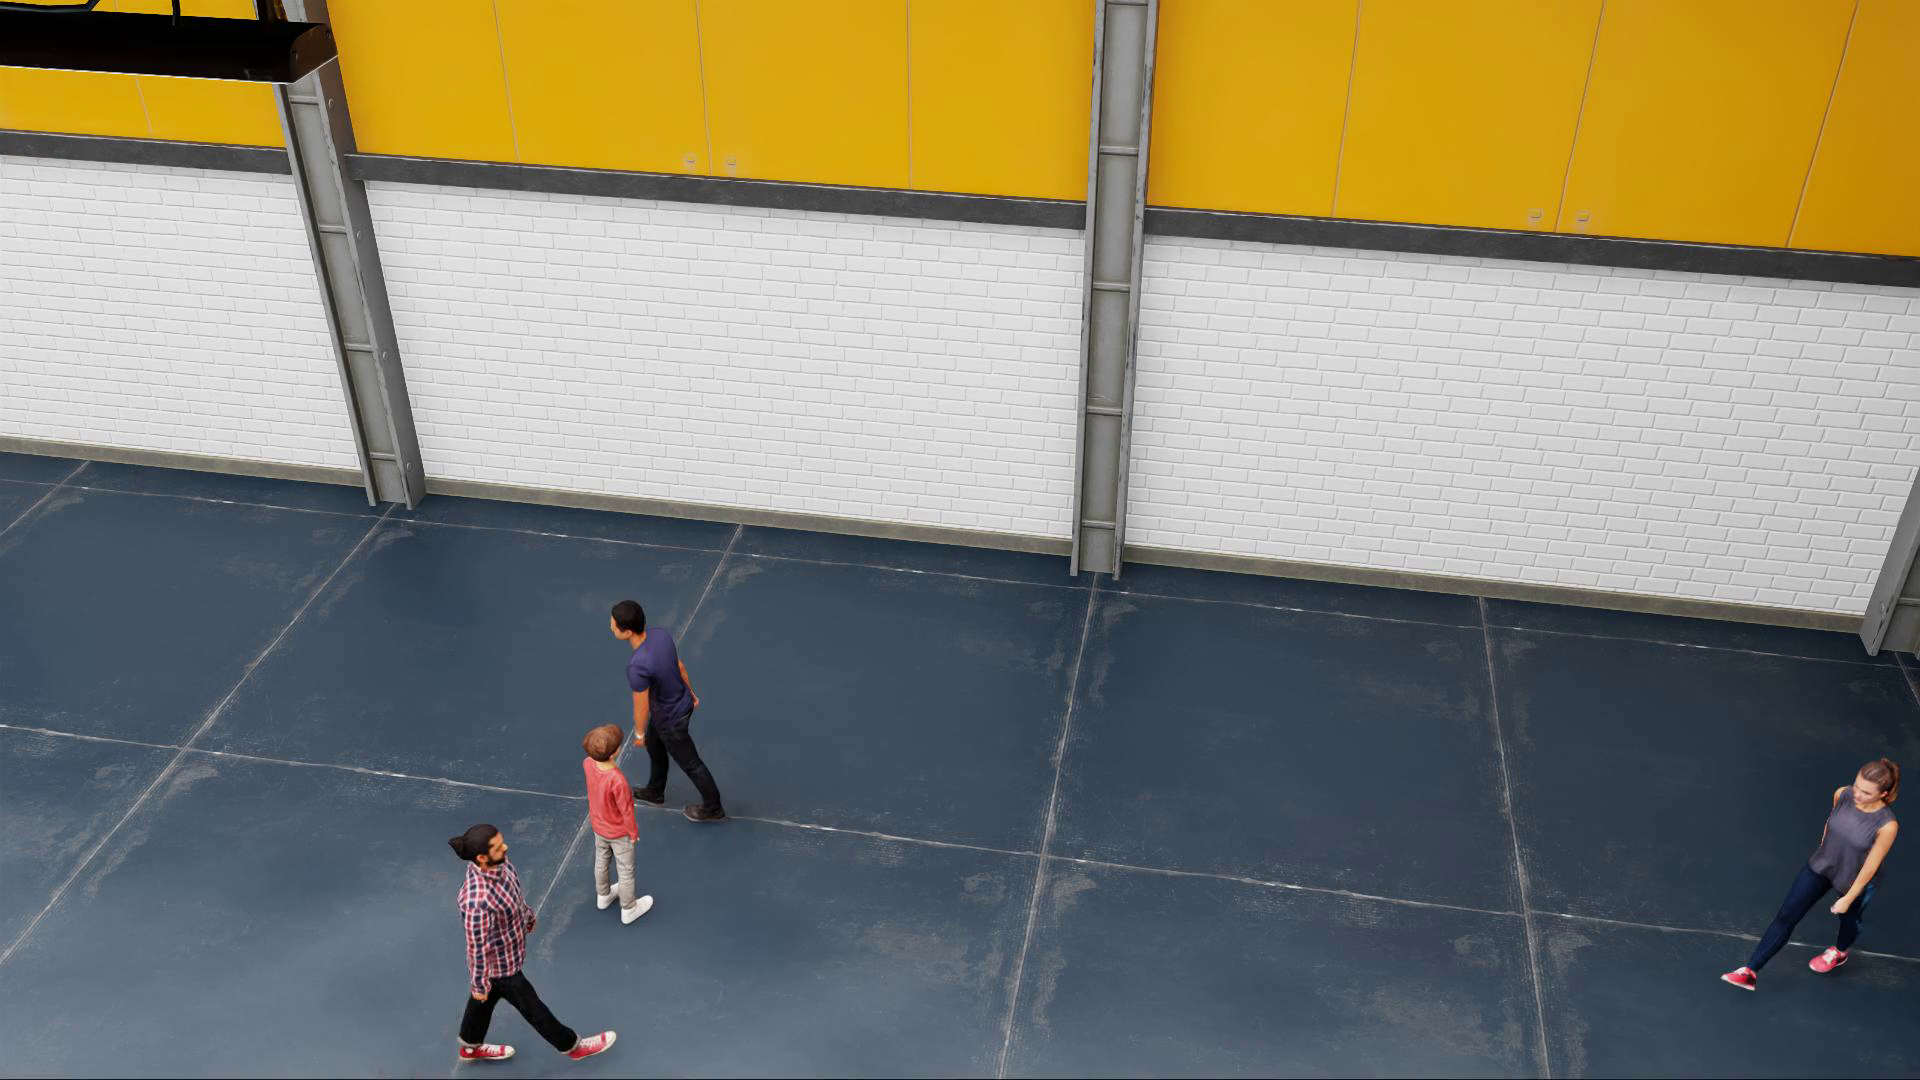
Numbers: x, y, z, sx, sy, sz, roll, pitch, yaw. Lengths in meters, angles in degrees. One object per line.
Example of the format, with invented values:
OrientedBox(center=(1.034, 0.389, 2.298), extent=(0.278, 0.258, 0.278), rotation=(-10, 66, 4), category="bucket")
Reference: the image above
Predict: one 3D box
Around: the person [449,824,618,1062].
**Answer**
OrientedBox(center=(-2.521, 2.204, 8.827), extent=(1.211, 1.725, 0.951), rotation=(-5, 34, -8), category="person")

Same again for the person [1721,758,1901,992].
OrientedBox(center=(5.026, 1.883, 9.351), extent=(1.189, 1.678, 1.025), rotation=(-15, 36, -21), category="person")

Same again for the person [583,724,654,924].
OrientedBox(center=(-2.079, 1.679, 9.897), extent=(0.532, 1.414, 0.637), rotation=(23, 40, 30), category="person")

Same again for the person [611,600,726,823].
OrientedBox(center=(-1.754, 1.107, 10.463), extent=(0.929, 1.741, 0.699), rotation=(4, 34, 6), category="person")
